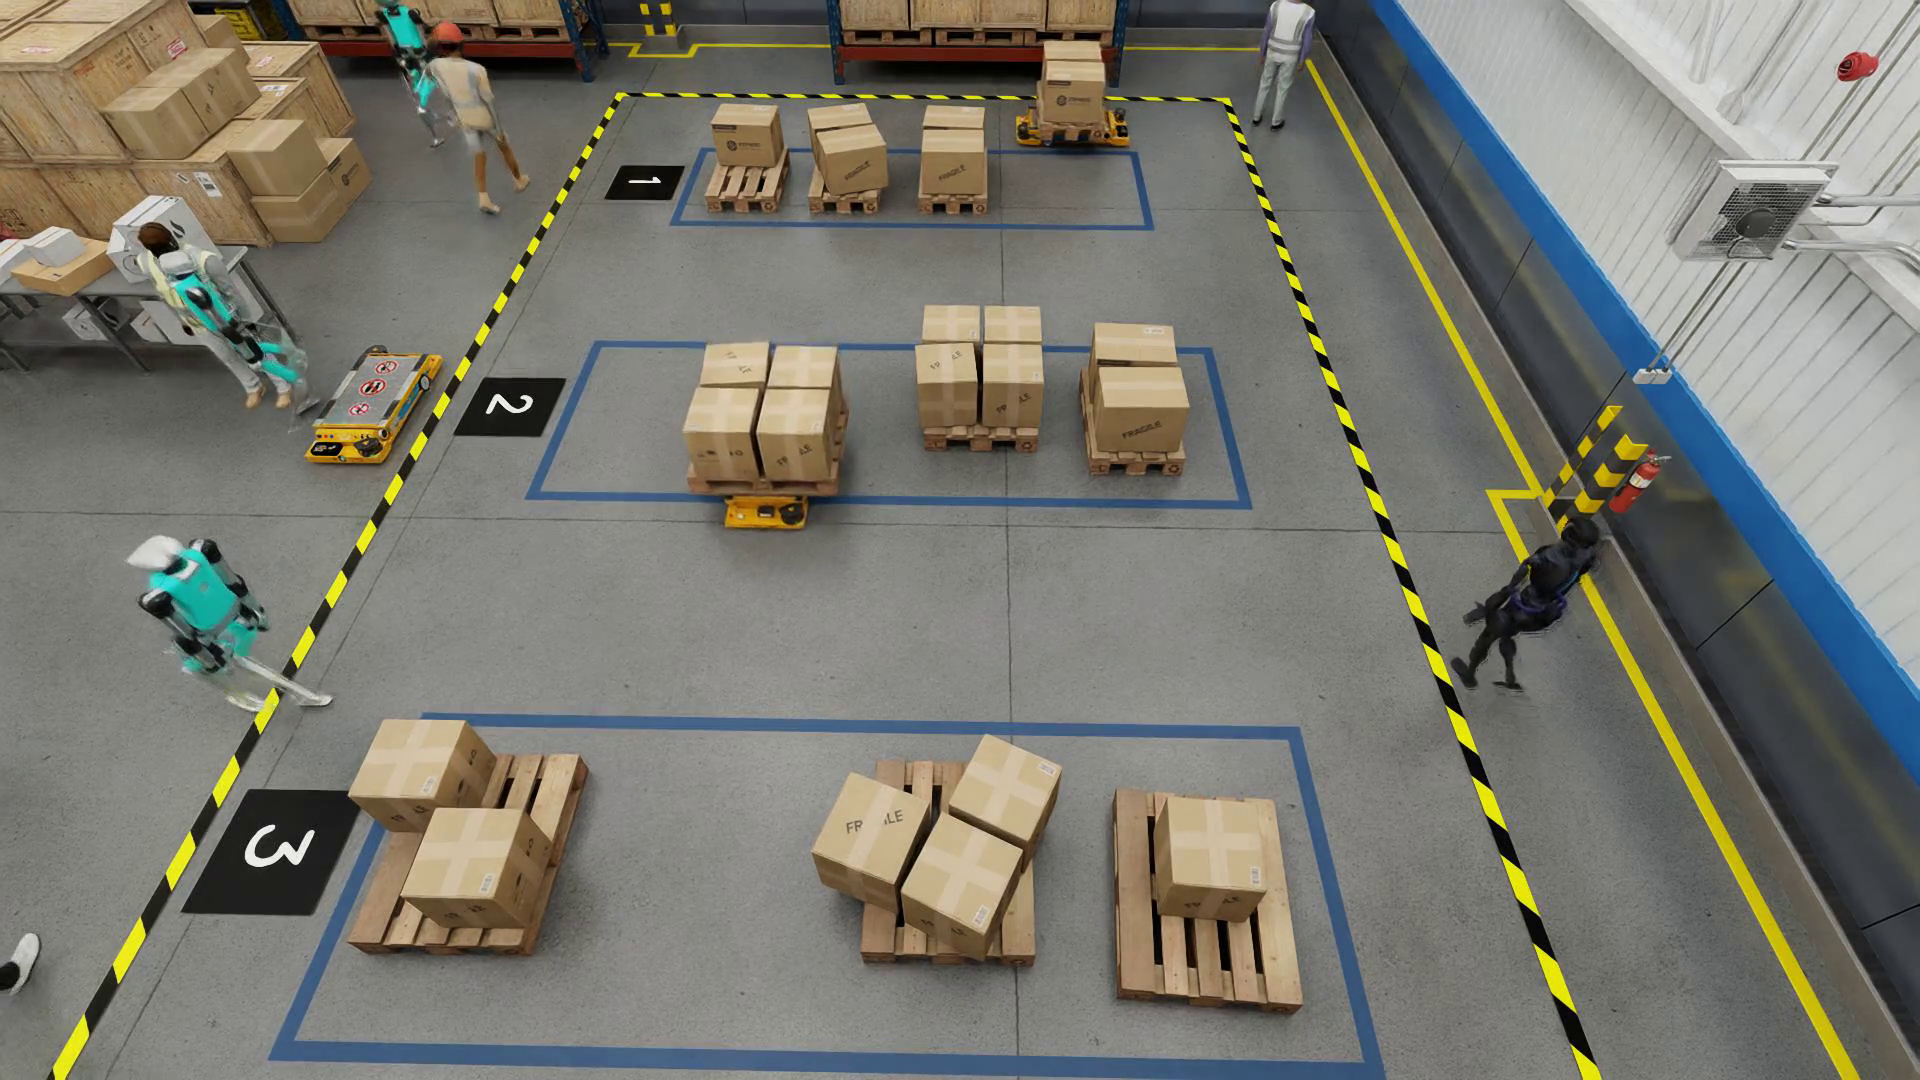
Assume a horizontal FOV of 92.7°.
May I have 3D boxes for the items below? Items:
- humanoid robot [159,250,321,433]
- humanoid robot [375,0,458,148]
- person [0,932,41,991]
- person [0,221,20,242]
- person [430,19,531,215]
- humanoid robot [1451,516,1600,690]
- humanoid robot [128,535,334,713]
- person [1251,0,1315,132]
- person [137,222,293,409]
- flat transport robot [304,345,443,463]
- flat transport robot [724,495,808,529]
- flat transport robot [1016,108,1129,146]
[{"bbox_3d":[-6.026,-1.721,7.876,0.570,1.803,0.754,34,58,26],"label":"humanoid robot"},{"bbox_3d":[-6.673,-5.674,11.210,0.556,1.728,1.051,6,50,5],"label":"humanoid robot"},{"bbox_3d":[-5.533,2.204,4.497,0.591,1.807,0.947,-3,50,-2],"label":"person"},{"bbox_3d":[-9.978,-3.344,9.116,0.395,1.920,0.587,7,50,6],"label":"person"},{"bbox_3d":[-5.372,-4.671,10.187,0.607,2.010,0.990,0,50,0],"label":"person"},{"bbox_3d":[3.713,0.489,6.029,0.602,1.653,0.424,-8,50,-6],"label":"humanoid robot"},{"bbox_3d":[-4.916,0.593,5.919,0.908,1.751,0.553,5,50,5],"label":"humanoid robot"},{"bbox_3d":[4.062,-6.101,11.505,0.599,1.829,0.404,27,55,21],"label":"person"},{"bbox_3d":[-6.472,-1.924,7.973,0.628,1.836,0.430,-3,50,-3],"label":"person"},{"bbox_3d":[-5.383,-1.269,8.441,0.659,0.231,1.431,1,50,1],"label":"flat transport robot"},{"bbox_3d":[-1.595,-0.693,7.935,0.652,0.197,1.431,1,50,1],"label":"flat transport robot"},{"bbox_3d":[1.450,-5.379,11.900,1.431,0.197,0.652,1,50,1],"label":"flat transport robot"}]
